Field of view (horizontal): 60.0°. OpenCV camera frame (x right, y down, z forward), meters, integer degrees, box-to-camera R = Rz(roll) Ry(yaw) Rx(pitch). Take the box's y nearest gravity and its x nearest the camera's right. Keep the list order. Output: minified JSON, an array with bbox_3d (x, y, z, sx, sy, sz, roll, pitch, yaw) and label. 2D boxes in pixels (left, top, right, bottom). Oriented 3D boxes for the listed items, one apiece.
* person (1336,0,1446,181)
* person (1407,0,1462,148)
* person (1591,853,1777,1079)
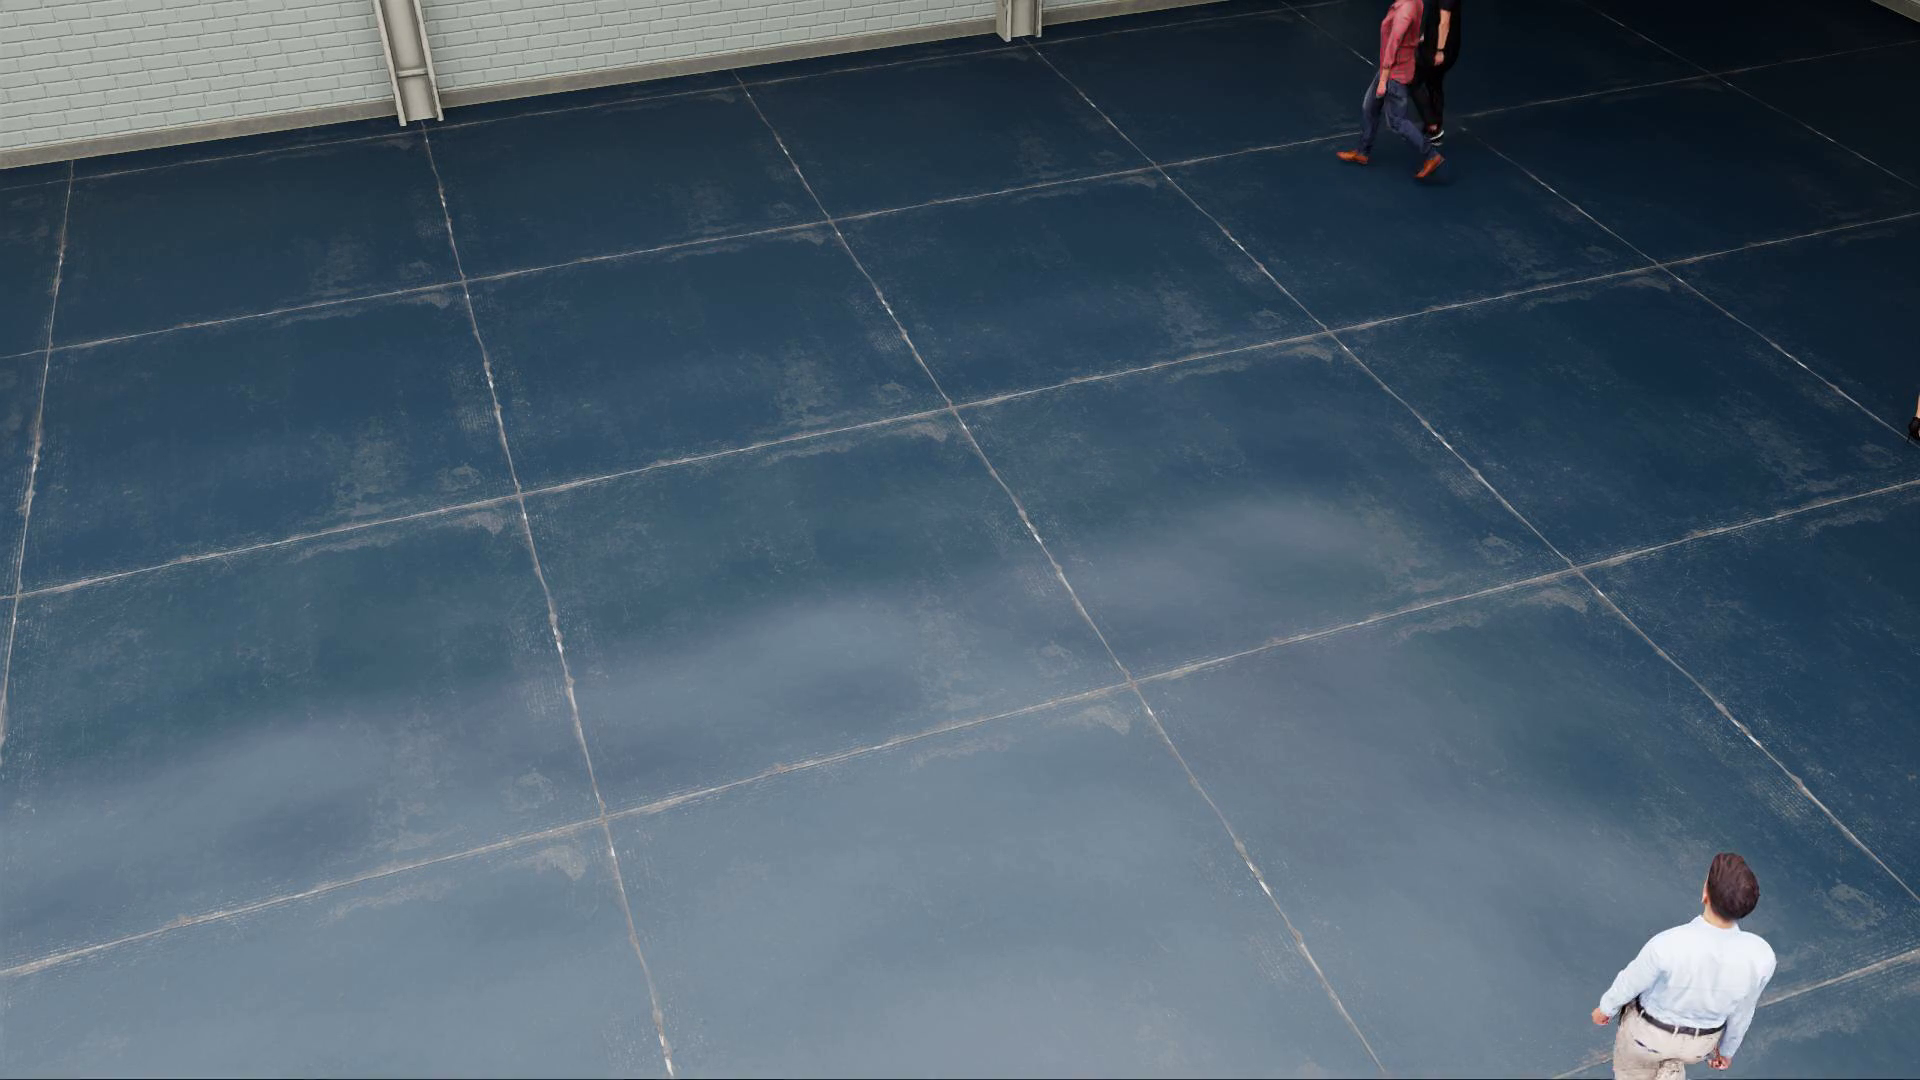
[{"bbox_3d":[3.763,-3.905,13.997,1.257,1.793,1.185,15,40,18],"label":"person"},{"bbox_3d":[4.260,-4.309,14.468,0.850,1.851,0.804,11,39,14],"label":"person"},{"bbox_3d":[2.780,1.960,6.475,0.700,1.825,0.815,2,38,3],"label":"person"}]
